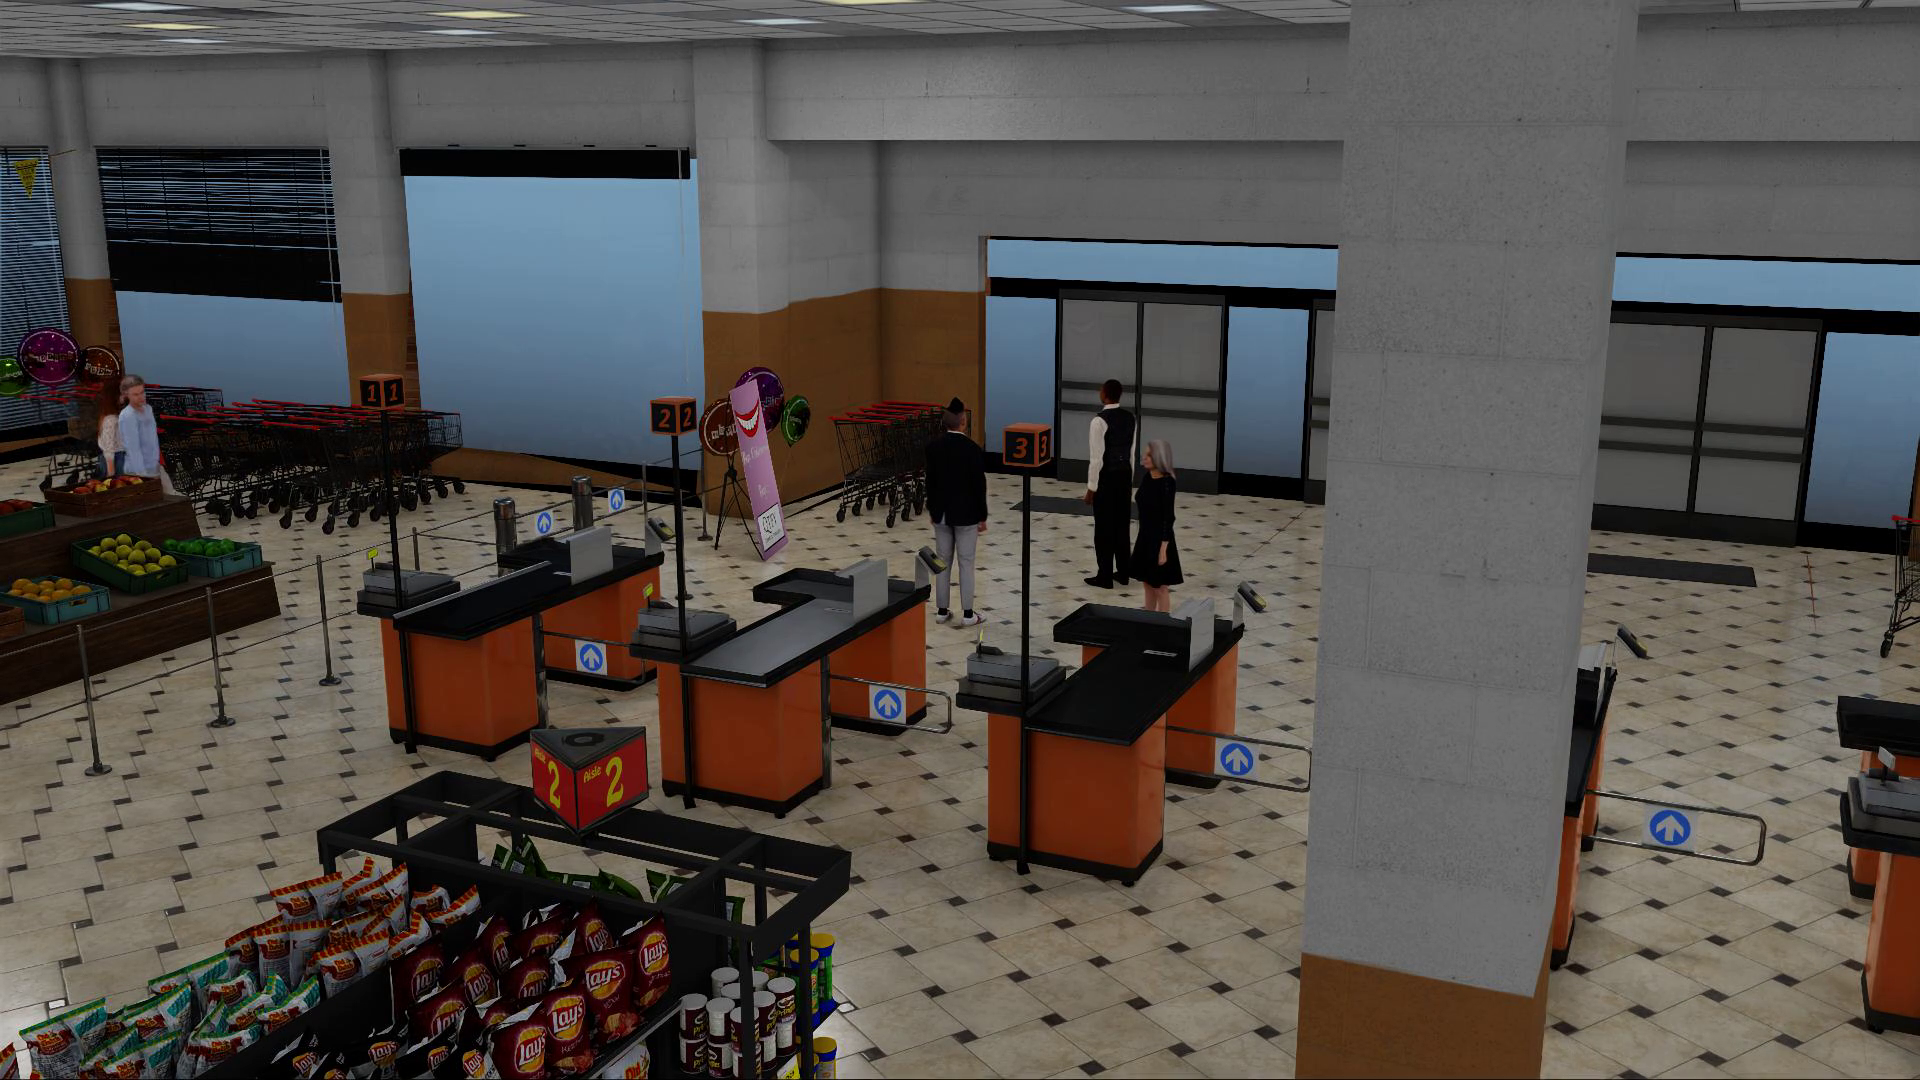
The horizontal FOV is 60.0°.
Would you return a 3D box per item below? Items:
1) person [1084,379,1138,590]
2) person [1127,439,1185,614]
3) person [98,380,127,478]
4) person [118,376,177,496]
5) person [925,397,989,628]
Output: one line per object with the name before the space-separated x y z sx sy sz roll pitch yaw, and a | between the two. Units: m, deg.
person | 1.385 -0.522 15.183 0.707 1.918 0.838 -10 17 -35
person | 1.541 0.058 13.156 0.753 1.747 0.699 -6 15 -22
person | -8.412 -0.700 16.377 1.001 1.702 0.928 -8 16 -31
person | -7.806 -0.629 15.740 0.912 1.863 0.858 -2 14 -7
person | -0.037 -0.248 13.988 0.693 1.948 0.568 6 15 25
